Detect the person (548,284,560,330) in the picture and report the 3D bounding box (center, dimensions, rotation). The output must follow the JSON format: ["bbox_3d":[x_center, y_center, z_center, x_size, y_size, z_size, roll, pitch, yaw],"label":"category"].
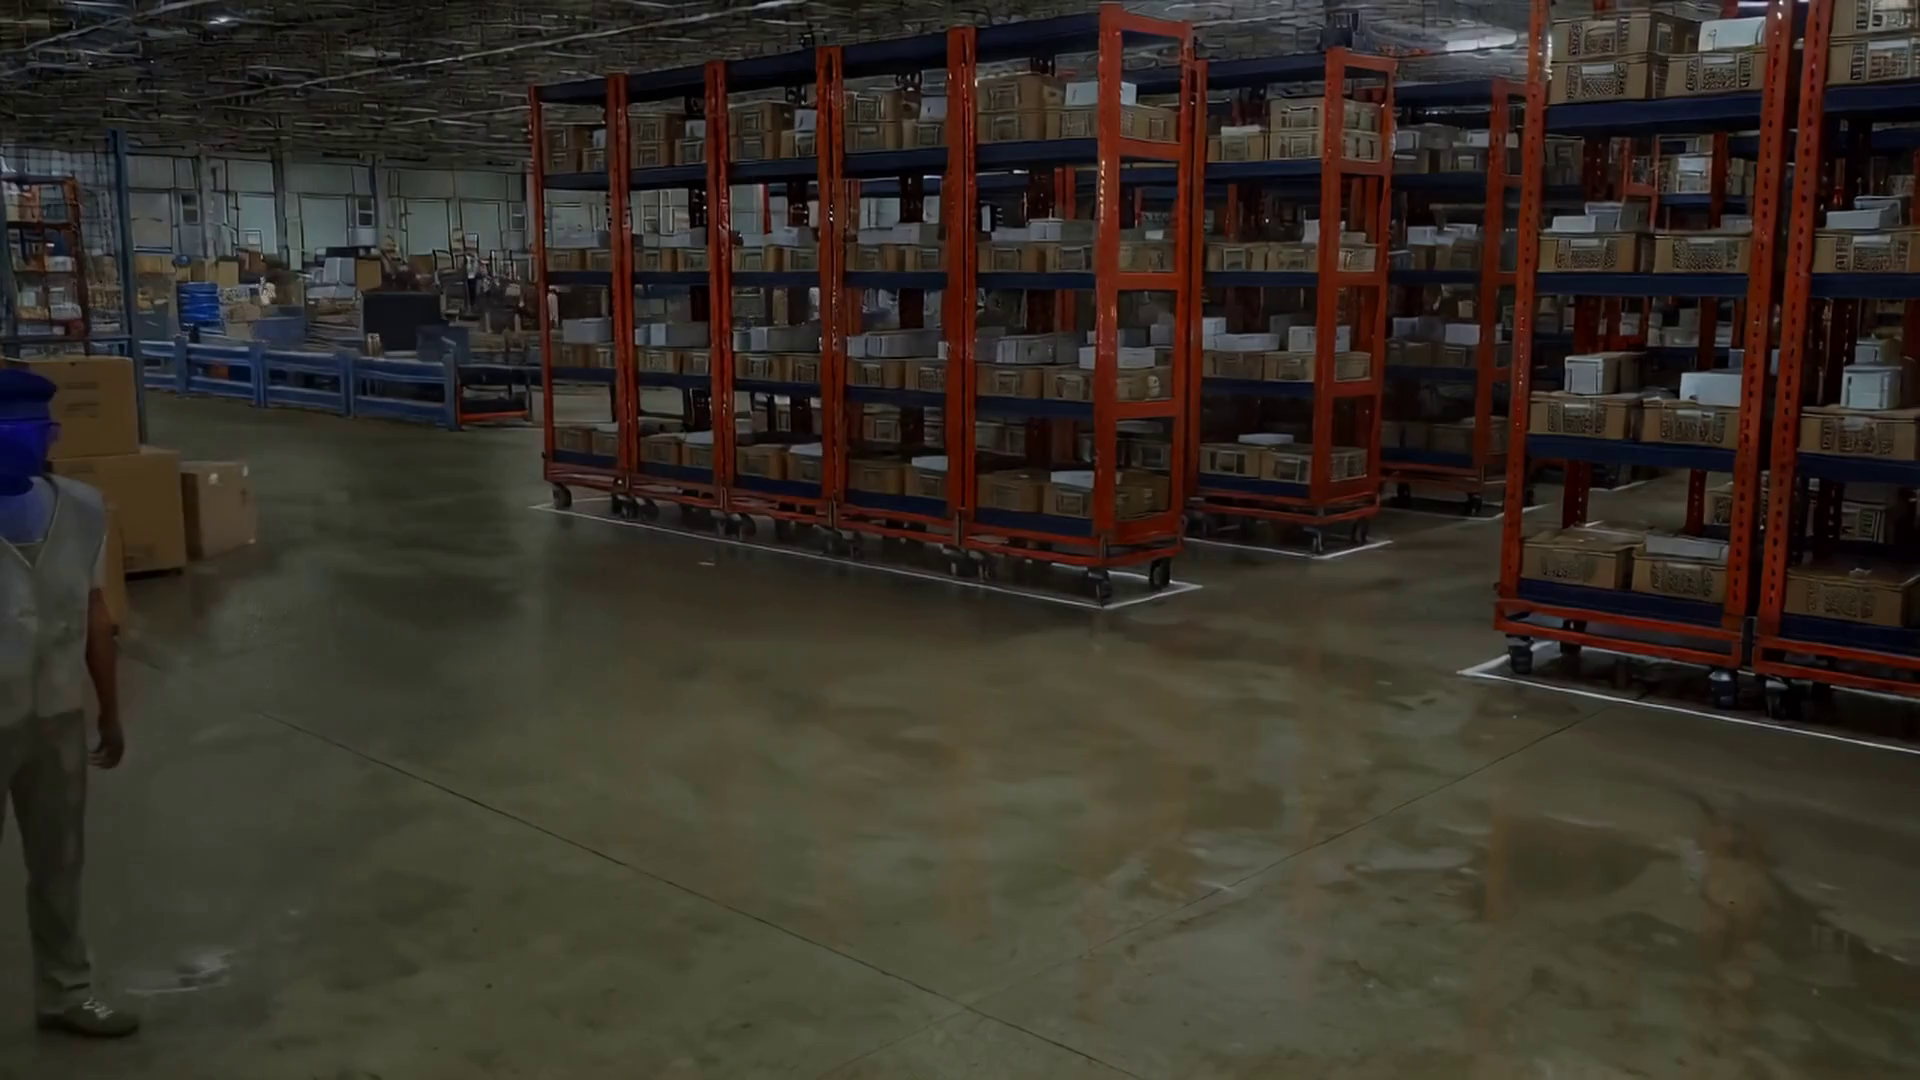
[{"bbox_3d":[-10.676,-5.861,43.351,0.370,1.755,0.528,8,12,41],"label":"person"}]

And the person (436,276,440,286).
[{"bbox_3d":[-24.411,-11.533,78.189,0.893,1.726,0.538,-9,13,-43],"label":"person"}]

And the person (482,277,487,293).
[{"bbox_3d":[-26.246,-13.817,91.645,0.696,1.895,0.797,6,11,33],"label":"person"}]

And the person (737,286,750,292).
[{"bbox_3d":[-9.382,-10.603,71.962,0.557,1.892,0.944,1,9,4],"label":"person"}]

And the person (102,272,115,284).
[{"bbox_3d":[-38.258,-11.090,74.826,0.414,1.935,0.608,4,10,24],"label":"person"}]

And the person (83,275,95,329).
[{"bbox_3d":[-29.648,-8.085,56.627,0.329,1.865,0.507,2,9,12],"label":"person"}]

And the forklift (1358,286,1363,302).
[{"bbox_3d":[11.100,-7.017,46.970,1.873,2.768,1.129,9,13,43],"label":"forklift"}]

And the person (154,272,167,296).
[{"bbox_3d":[-31.090,-9.459,64.815,1.052,1.939,0.642,3,10,19],"label":"person"}]

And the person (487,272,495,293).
[{"bbox_3d":[-21.395,-11.275,75.985,0.382,1.928,0.587,-4,10,-22],"label":"person"}]

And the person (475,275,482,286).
[{"bbox_3d":[-24.599,-12.685,85.115,1.018,1.790,0.541,-4,10,-21],"label":"person"}]

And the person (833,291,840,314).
[{"bbox_3d":[-3.317,-6.140,45.343,0.884,1.640,0.548,9,13,42],"label":"person"}]

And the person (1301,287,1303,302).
[{"bbox_3d":[10.329,-6.983,49.640,0.372,1.940,0.630,4,10,24],"label":"person"}]

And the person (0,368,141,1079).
[{"bbox_3d":[-2.433,0.475,4.268,0.408,1.831,0.573,5,10,27],"label":"person"}]

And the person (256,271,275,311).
[{"bbox_3d":[-21.121,-7.162,50.598,0.619,1.994,1.051,1,9,6],"label":"person"}]

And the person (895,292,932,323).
[{"bbox_3d":[-0.637,-2.507,22.588,0.602,1.809,0.658,7,11,35],"label":"person"}]

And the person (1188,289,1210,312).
[{"bbox_3d":[3.479,-2.932,24.958,0.448,1.891,0.648,-6,11,-33],"label":"person"}]

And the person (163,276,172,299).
[{"bbox_3d":[-36.240,-11.177,75.952,0.296,1.744,0.484,7,12,38],"label":"person"}]

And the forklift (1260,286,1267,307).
[{"bbox_3d":[11.062,-9.073,59.574,1.873,2.768,1.129,9,13,43],"label":"forklift"}]

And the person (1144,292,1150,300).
[{"bbox_3d":[7.036,-9.025,62.889,0.318,1.700,0.535,1,9,4],"label":"person"}]

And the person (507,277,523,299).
[{"bbox_3d":[-15.444,-8.254,57.904,0.626,1.778,0.933,-8,12,-40],"label":"person"}]
